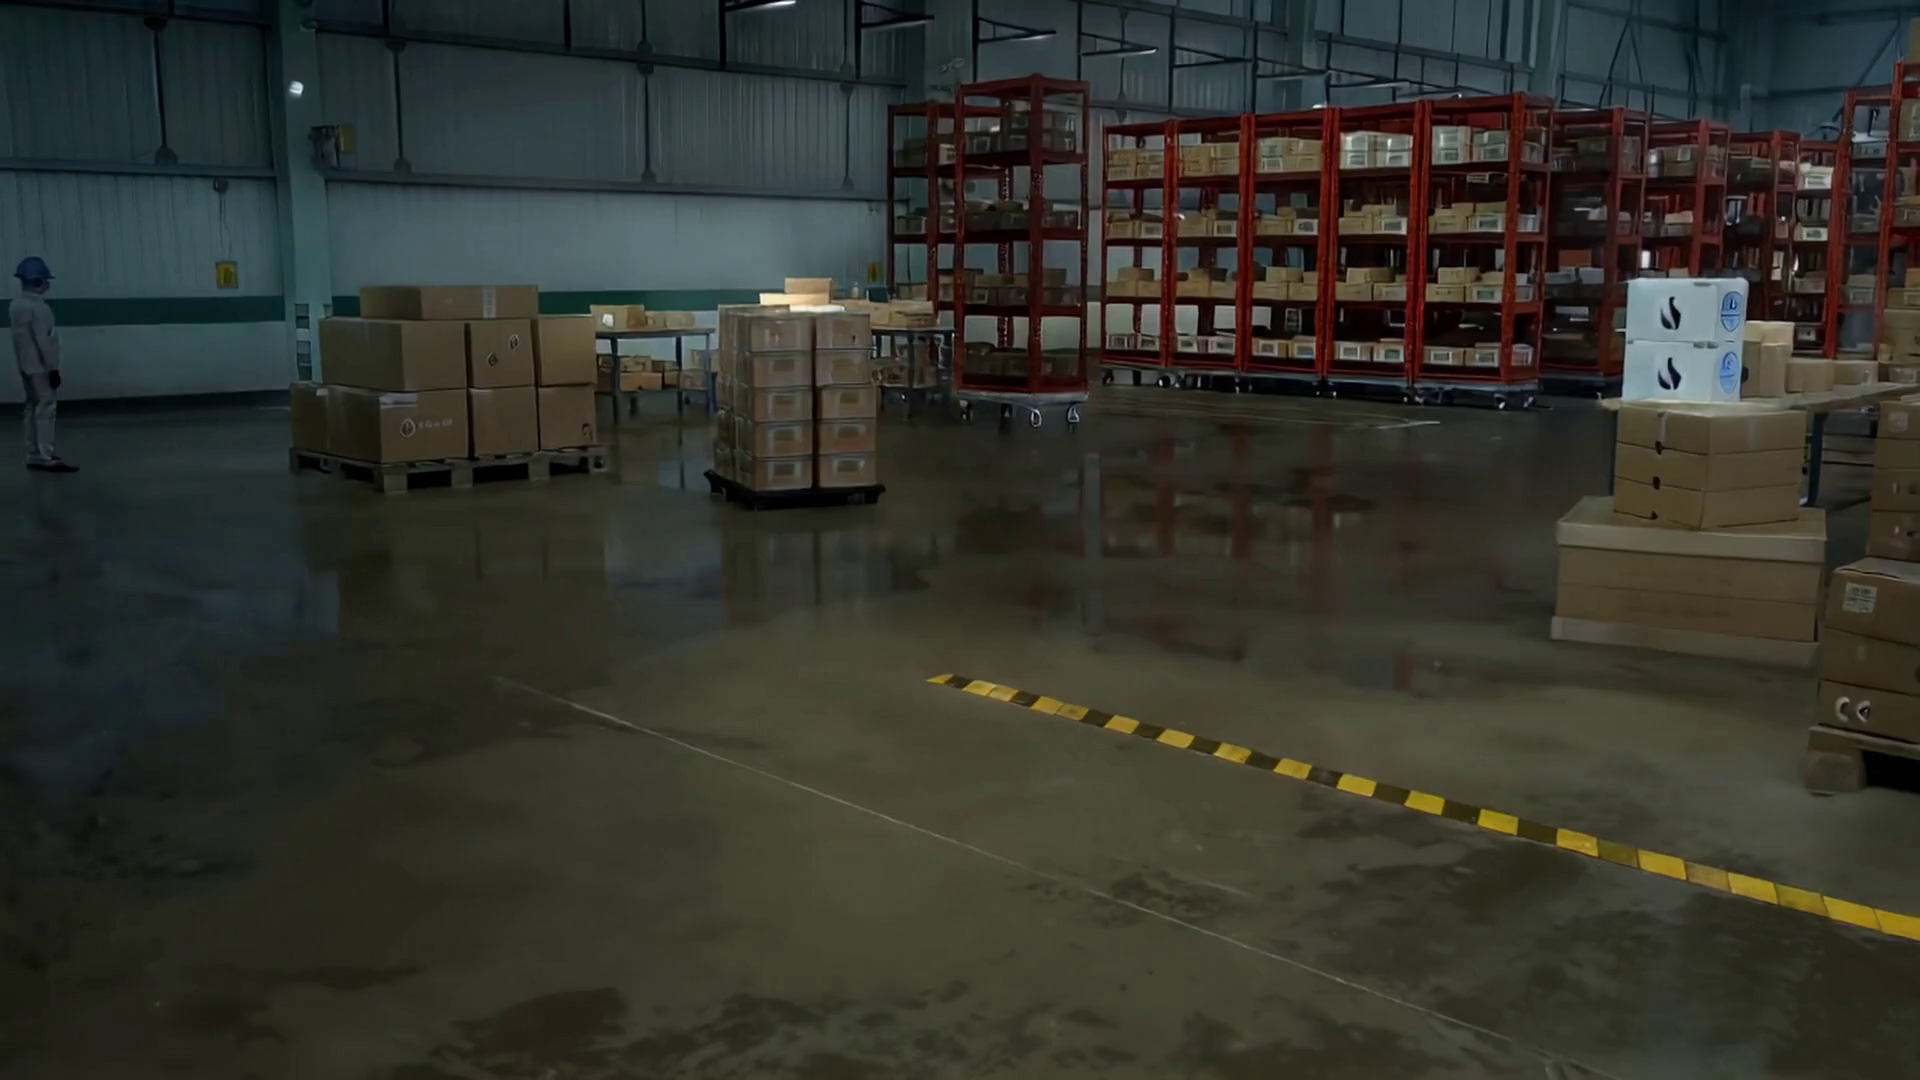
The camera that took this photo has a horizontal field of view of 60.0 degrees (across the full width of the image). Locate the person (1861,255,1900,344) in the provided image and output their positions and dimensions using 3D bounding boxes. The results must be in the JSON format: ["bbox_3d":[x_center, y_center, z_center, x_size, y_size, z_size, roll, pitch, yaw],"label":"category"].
[{"bbox_3d":[14.534,-3.571,26.260,0.457,1.822,0.591,-7,12,-36],"label":"person"}]

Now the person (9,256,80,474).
[{"bbox_3d":[-7.445,-1.411,13.476,0.570,1.751,0.329,7,12,38],"label":"person"}]
